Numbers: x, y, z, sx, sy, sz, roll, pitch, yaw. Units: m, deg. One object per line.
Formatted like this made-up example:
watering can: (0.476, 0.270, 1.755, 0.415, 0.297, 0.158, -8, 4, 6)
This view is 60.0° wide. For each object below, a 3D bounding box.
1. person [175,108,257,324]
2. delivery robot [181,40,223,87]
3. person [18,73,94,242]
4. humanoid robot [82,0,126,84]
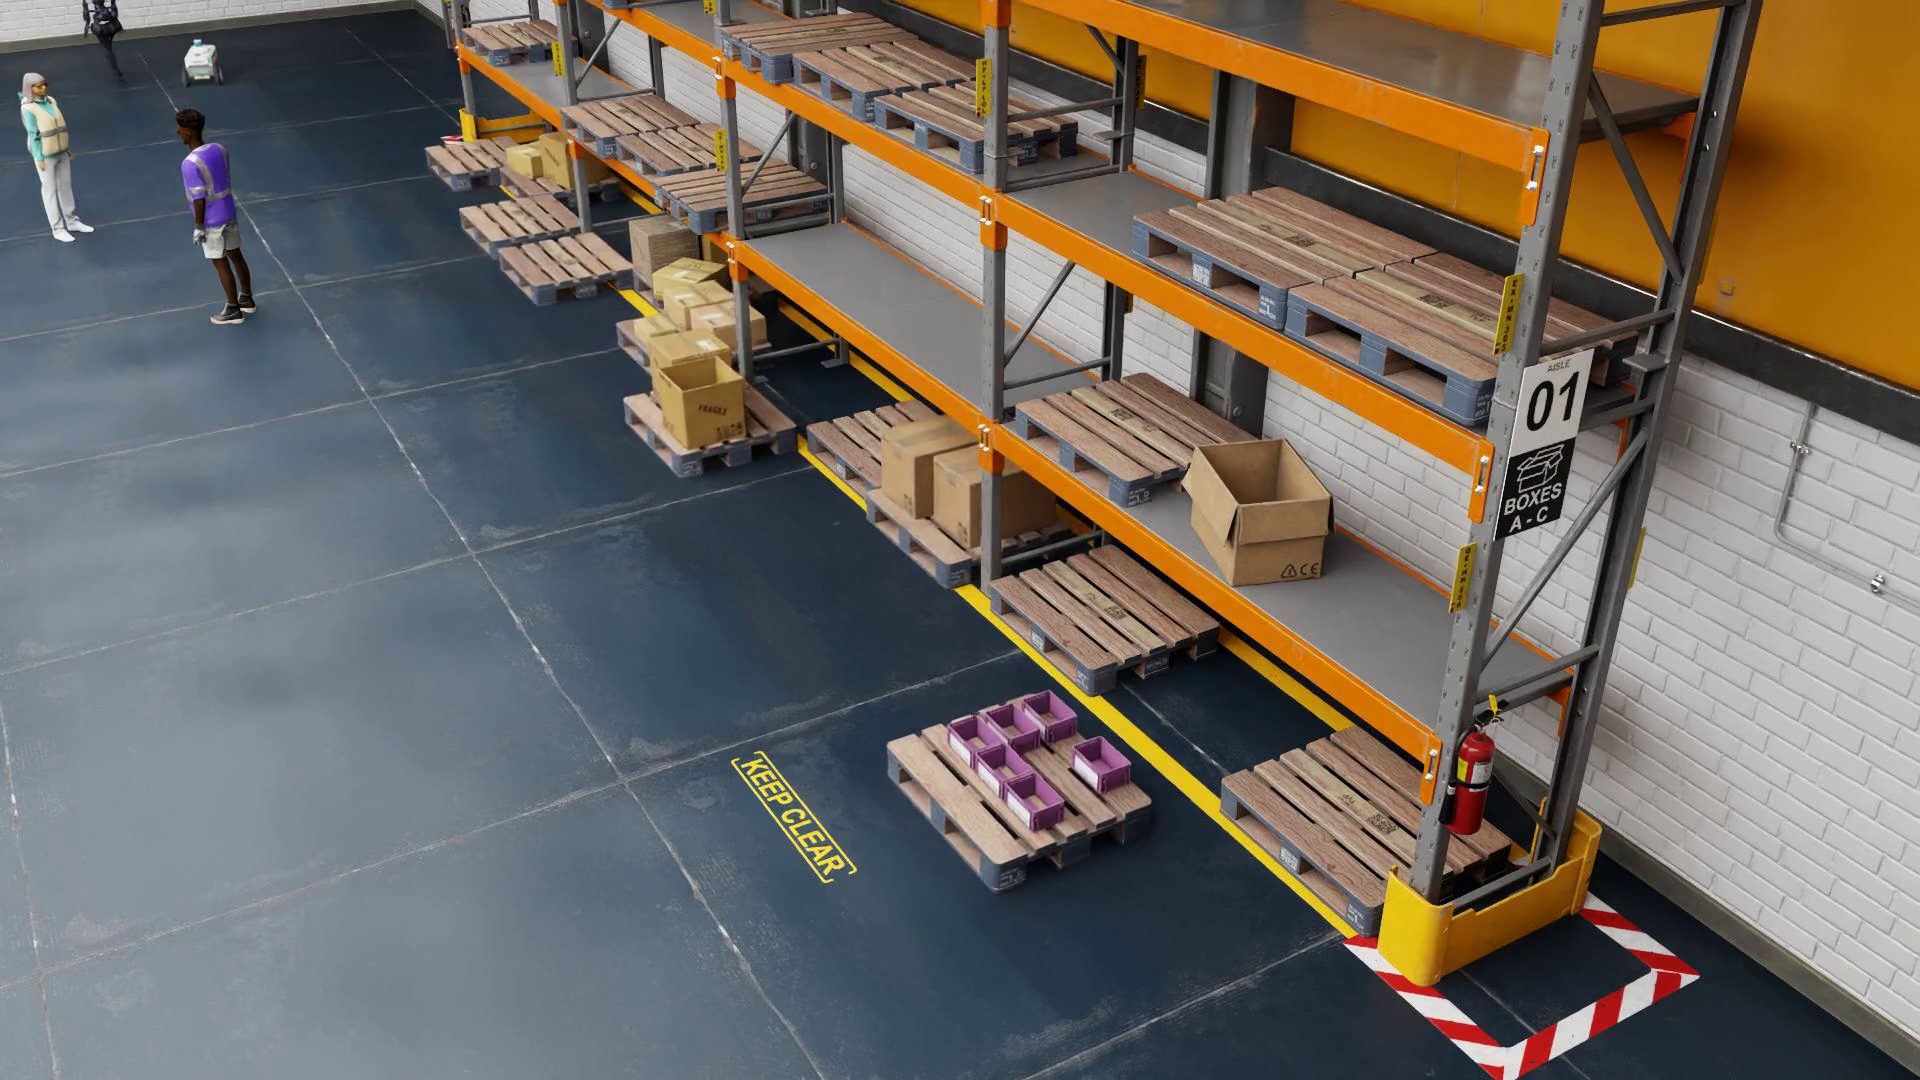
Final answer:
person: (-6.774, -2.933, 15.090, 0.367, 1.966, 0.603, 4, 30, 7)
delivery robot: (-10.475, -6.581, 22.979, 0.499, 0.613, 0.807, -8, 30, -13)
person: (-9.380, -3.959, 17.157, 0.372, 1.709, 0.465, 6, 30, 10)
humanoid robot: (-11.722, -7.086, 22.721, 0.377, 1.647, 0.611, 11, 31, 18)
